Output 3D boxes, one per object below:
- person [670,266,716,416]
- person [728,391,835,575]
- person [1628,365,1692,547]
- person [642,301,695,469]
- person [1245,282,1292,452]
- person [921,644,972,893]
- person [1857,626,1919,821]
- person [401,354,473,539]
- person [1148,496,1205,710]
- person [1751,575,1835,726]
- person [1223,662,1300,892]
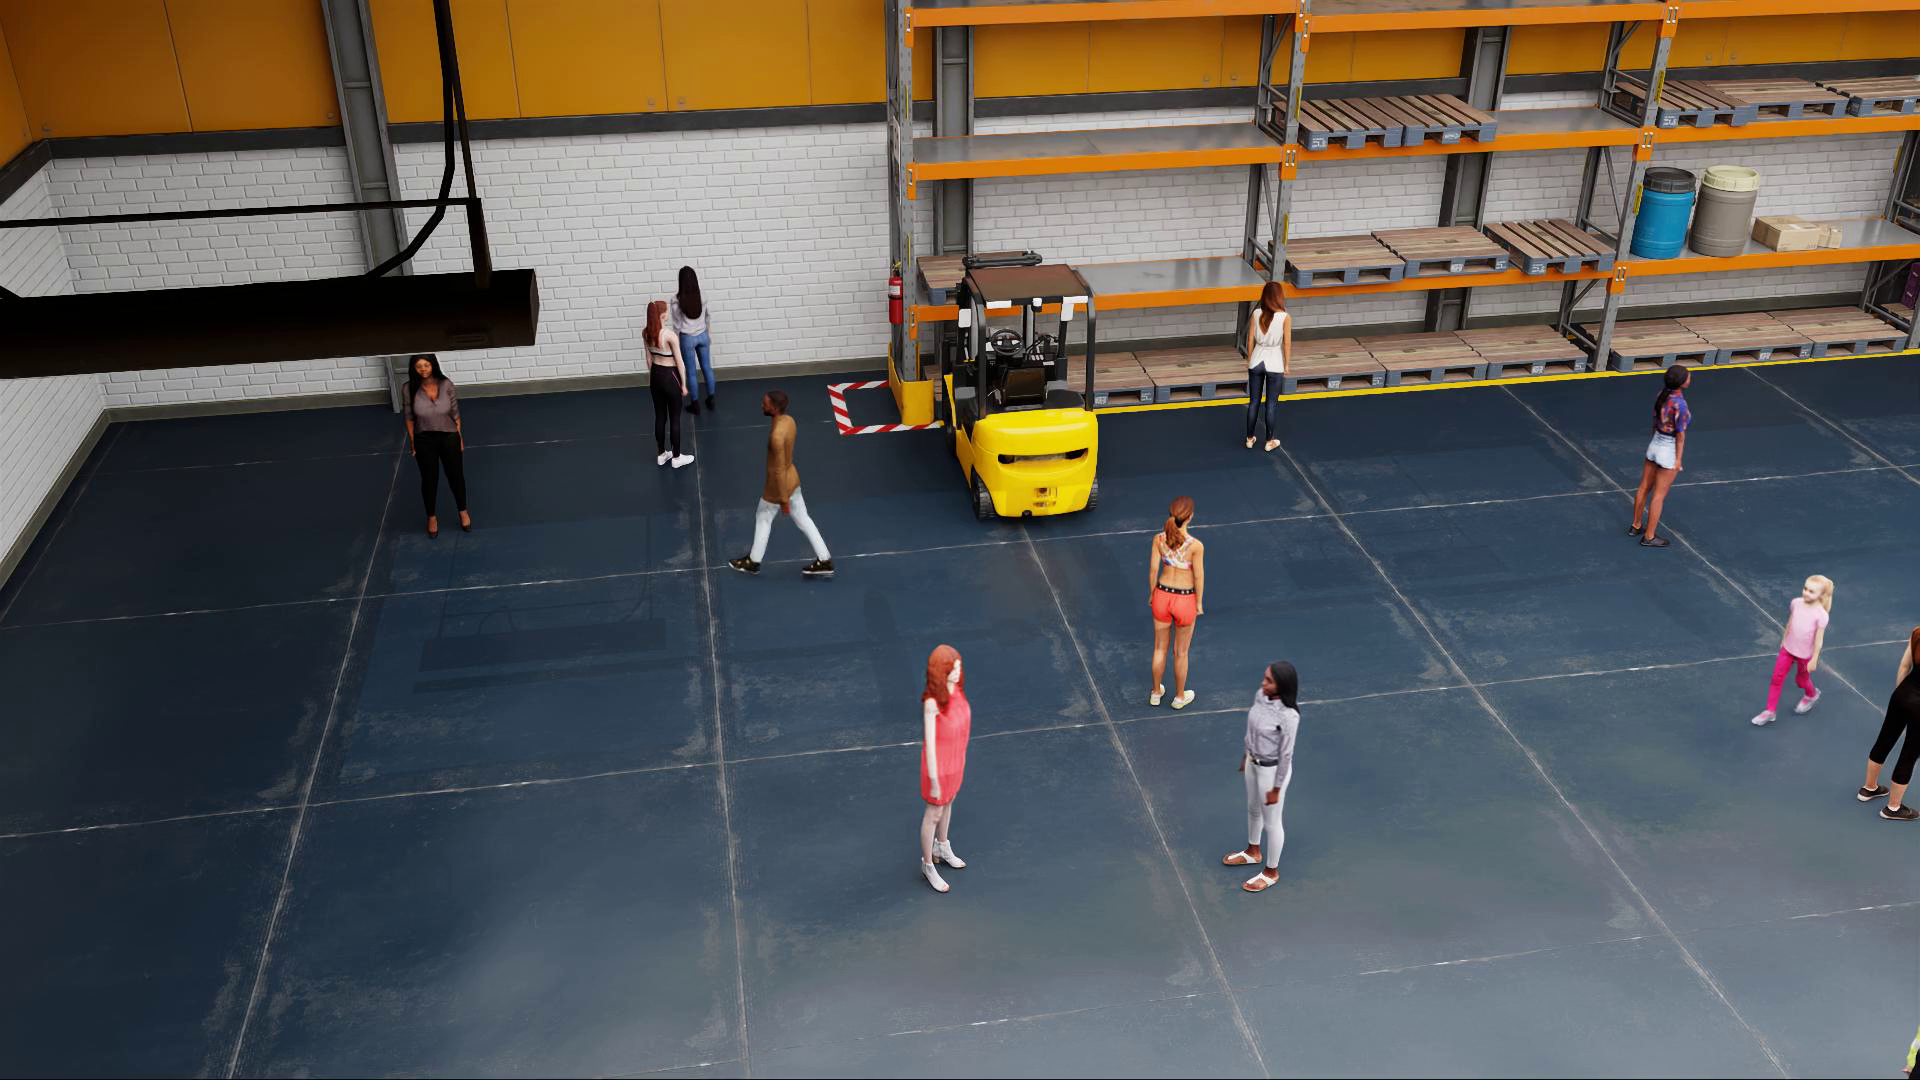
[{"bbox_3d":[-2.834,-2.137,17.751,0.595,1.632,0.730,-19,34,-31],"label":"person"},{"bbox_3d":[-1.454,-0.446,14.507,1.279,1.769,0.936,4,29,8],"label":"person"},{"bbox_3d":[6.404,-0.785,15.158,0.508,1.741,0.584,-5,29,-10],"label":"person"},{"bbox_3d":[-2.940,-1.561,16.580,0.645,1.742,0.725,15,32,25],"label":"person"},{"bbox_3d":[3.111,-1.763,16.905,0.654,1.784,0.745,13,31,23],"label":"person"},{"bbox_3d":[-0.112,1.472,10.931,0.700,1.826,0.677,13,31,22],"label":"person"},{"bbox_3d":[6.663,1.153,11.621,0.514,1.726,0.567,-6,29,-11],"label":"person"},{"bbox_3d":[-4.809,-0.903,15.269,0.616,1.842,0.762,-12,31,-21],"label":"person"},{"bbox_3d":[1.645,0.485,12.780,0.641,1.789,0.732,12,31,22],"label":"person"},{"bbox_3d":[6.454,0.831,12.705,0.925,1.254,0.676,-15,32,-25],"label":"person"},{"bbox_3d":[2.023,1.524,10.943,0.562,1.724,0.621,-9,30,-16],"label":"person"}]
